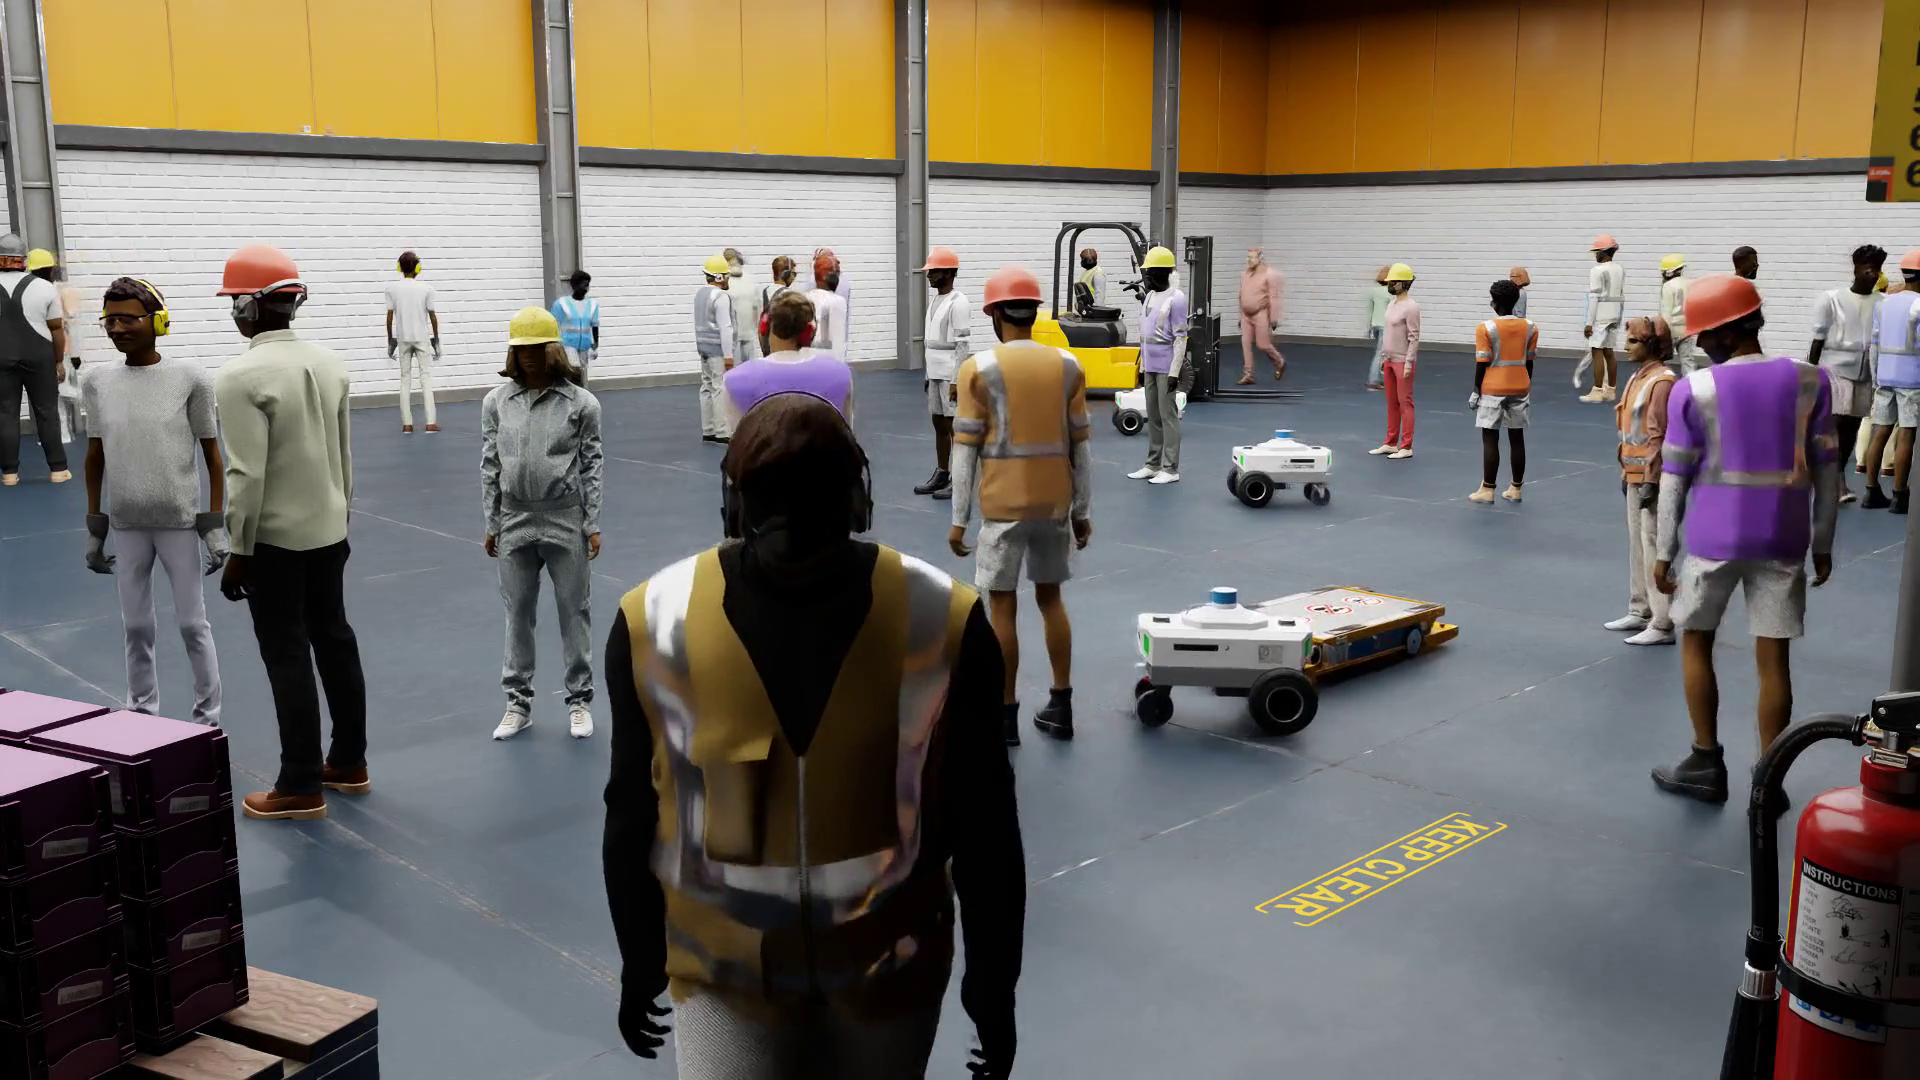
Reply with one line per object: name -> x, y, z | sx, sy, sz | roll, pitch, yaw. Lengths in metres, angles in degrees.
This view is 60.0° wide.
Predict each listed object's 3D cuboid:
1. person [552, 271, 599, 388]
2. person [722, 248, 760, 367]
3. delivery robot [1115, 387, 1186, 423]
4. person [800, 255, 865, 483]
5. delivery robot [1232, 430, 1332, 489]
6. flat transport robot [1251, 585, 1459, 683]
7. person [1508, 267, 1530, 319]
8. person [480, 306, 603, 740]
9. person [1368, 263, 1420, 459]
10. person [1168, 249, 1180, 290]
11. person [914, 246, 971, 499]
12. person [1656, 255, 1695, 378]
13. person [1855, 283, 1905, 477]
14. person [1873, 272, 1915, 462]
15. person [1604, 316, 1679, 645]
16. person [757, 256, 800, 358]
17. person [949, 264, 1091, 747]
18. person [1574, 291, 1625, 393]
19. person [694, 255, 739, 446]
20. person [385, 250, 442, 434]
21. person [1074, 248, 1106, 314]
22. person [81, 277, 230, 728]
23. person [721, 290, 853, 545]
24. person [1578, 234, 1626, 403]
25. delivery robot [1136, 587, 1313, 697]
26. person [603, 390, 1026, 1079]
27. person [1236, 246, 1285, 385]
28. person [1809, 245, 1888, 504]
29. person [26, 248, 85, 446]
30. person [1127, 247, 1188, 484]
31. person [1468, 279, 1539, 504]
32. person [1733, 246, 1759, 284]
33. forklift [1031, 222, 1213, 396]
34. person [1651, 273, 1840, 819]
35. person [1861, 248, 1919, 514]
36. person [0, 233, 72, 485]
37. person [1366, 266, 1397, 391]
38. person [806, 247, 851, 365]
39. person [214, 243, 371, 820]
person -> -4.270, -2.147, 18.345 | 0.567, 1.641, 0.847 | -9, 13, -39
person -> -2.368, -2.163, 17.746 | 0.474, 1.893, 0.736 | 10, 15, 44
delivery robot -> 1.949, -1.404, 16.999 | 0.707, 0.478, 0.477 | 0, 10, -1
person -> -1.044, -1.313, 13.203 | 0.593, 1.850, 0.656 | 9, 14, 41
delivery robot -> 2.430, -0.590, 12.558 | 0.707, 0.478, 0.477 | 0, 10, 0
flat transport robot -> 1.729, 0.438, 7.980 | 1.431, 0.197, 0.652 | -9, 14, -42
person -> 6.817, -2.529, 20.436 | 0.281, 1.636, 0.500 | 3, 11, 14
person -> -1.675, -0.059, 6.675 | 0.483, 1.745, 0.299 | 0, 10, -2
person -> 3.978, -1.622, 15.139 | 0.314, 1.769, 0.524 | -3, 11, -14
person -> 2.762, -3.084, 22.911 | 0.832, 1.845, 0.580 | -4, 11, -21
person -> -0.129, -1.283, 12.824 | 0.354, 1.938, 0.544 | -6, 12, -28
person -> 8.416, -2.466, 19.705 | 0.624, 1.793, 0.696 | -8, 13, -37
person -> 7.827, -1.345, 14.018 | 0.281, 1.624, 0.493 | -7, 12, -33
person -> 8.137, -1.519, 14.687 | 0.814, 1.724, 0.529 | 0, 10, 2
person -> 3.428, -0.298, 8.307 | 0.323, 1.630, 0.515 | 1, 10, 4
person -> -1.627, -1.669, 15.199 | 0.506, 1.837, 0.347 | 9, 14, 41
person -> 0.225, -0.142, 6.689 | 0.581, 1.911, 0.484 | -4, 11, -22
person -> 8.231, -2.689, 21.359 | 0.532, 1.613, 0.602 | -2, 11, -11
person -> -2.336, -1.821, 16.039 | 0.404, 1.834, 0.592 | -7, 13, -34
person -> -5.595, -2.021, 17.034 | 0.532, 1.868, 0.310 | -1, 10, -7
person -> 1.820, -3.177, 23.429 | 0.430, 1.838, 0.619 | -3, 11, -15
person -> -3.042, -0.050, 6.281 | 0.532, 1.870, 0.315 | -1, 10, -3
person -> -0.674, -0.113, 6.827 | 0.570, 1.811, 0.818 | -4, 11, -20
person -> 7.782, -2.675, 20.171 | 0.601, 2.035, 0.410 | -8, 13, -38
delivery robot -> 1.093, 0.440, 6.930 | 0.707, 0.478, 0.477 | 1, 10, 4
person -> -0.220, 0.675, 2.536 | 0.652, 1.790, 0.941 | -1, 10, -5
person -> 4.085, -3.033, 22.541 | 0.669, 1.882, 0.645 | -8, 13, -37
person -> 6.769, -1.227, 12.480 | 0.638, 1.941, 0.774 | 0, 10, 1
person -> -8.703, -1.871, 16.136 | 0.586, 1.901, 0.608 | 7, 12, 32
person -> 1.631, -1.423, 13.609 | 0.370, 1.928, 0.585 | -4, 11, -23
person -> 4.091, -1.111, 12.553 | 0.531, 1.693, 0.320 | -3, 11, -17
person -> 7.452, -1.855, 16.002 | 0.392, 1.917, 0.592 | 7, 13, 35
forklift -> 1.935, -2.847, 20.651 | 2.313, 2.155, 1.214 | 2, 11, 13
person -> 2.767, 0.020, 5.850 | 0.601, 1.888, 0.479 | 3, 11, 15
person -> 6.927, -1.162, 12.170 | 0.378, 1.932, 0.551 | -3, 11, -16
person -> -7.672, -1.474, 13.584 | 0.684, 2.000, 0.535 | -4, 11, -22
person -> 5.603, -2.766, 21.782 | 0.728, 1.609, 0.499 | -6, 12, -30
person -> -1.425, -2.178, 17.848 | 0.408, 1.895, 0.662 | 6, 12, 30
person -> -2.352, -0.024, 5.798 | 0.397, 1.992, 0.623 | 3, 11, 16
